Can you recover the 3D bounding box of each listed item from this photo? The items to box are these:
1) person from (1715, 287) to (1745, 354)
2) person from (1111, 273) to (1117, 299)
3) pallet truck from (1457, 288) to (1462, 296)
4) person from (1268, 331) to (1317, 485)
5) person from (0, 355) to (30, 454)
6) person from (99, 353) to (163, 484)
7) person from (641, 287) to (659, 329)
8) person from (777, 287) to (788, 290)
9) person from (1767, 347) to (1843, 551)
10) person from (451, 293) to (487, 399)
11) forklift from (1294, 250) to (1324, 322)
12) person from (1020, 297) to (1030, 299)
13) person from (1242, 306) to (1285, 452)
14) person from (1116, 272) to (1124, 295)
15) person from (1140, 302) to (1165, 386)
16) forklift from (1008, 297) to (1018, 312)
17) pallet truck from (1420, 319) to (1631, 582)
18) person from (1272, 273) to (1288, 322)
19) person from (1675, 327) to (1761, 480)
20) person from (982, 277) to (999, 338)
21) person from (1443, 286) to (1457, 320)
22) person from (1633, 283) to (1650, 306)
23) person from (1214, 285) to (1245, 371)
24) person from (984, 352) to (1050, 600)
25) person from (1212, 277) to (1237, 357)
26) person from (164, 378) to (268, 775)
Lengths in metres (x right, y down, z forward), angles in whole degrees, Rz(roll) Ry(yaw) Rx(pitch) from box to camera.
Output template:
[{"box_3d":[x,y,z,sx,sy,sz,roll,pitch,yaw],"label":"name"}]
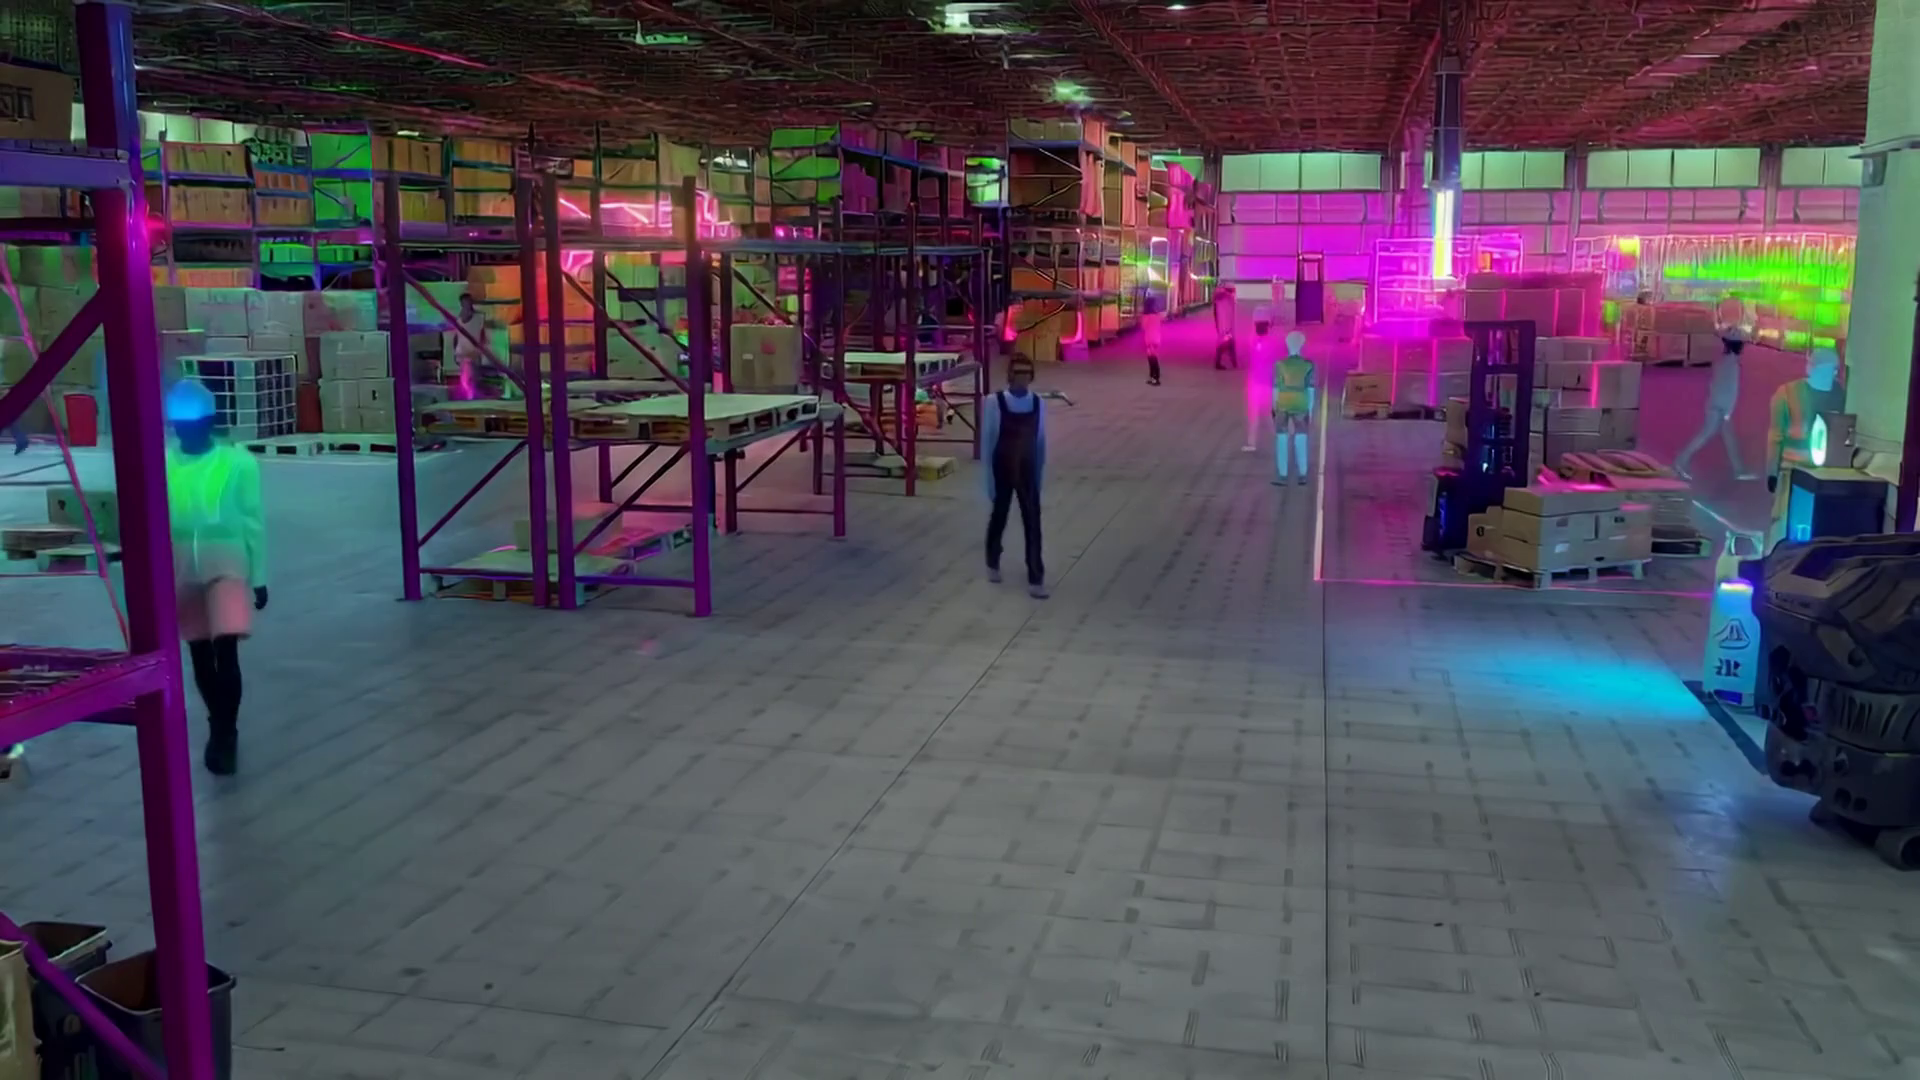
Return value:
[{"box_3d":[18.901,-5.310,40.883,0.619,1.779,0.941,2,10,11],"label":"person"},{"box_3d":[8.307,-13.465,89.084,0.628,1.822,0.666,1,10,3],"label":"person"},{"box_3d":[20.506,-9.785,68.819,0.653,1.274,1.630,2,10,12],"label":"pallet truck"},{"box_3d":[3.638,-1.440,18.235,0.538,1.696,0.317,-2,10,-10],"label":"person"},{"box_3d":[-12.214,-2.000,20.967,0.891,1.899,0.564,0,10,0],"label":"person"},{"box_3d":[-8.170,-1.235,16.484,1.011,1.890,0.641,8,13,40],"label":"person"},{"box_3d":[-6.157,-3.969,32.498,0.609,1.939,0.857,-9,13,-44],"label":"person"},{"box_3d":[-7.680,-10.558,71.599,0.548,1.916,0.796,0,10,1],"label":"person"},{"box_3d":[6.261,-0.494,12.225,0.624,1.838,0.430,1,10,8],"label":"person"},{"box_3d":[-8.037,-3.076,27.267,0.593,1.920,0.391,1,10,7],"label":"person"},{"box_3d":[13.778,-10.002,65.433,1.129,2.768,1.873,2,10,12],"label":"forklift"},{"box_3d":[2.170,-7.467,53.919,0.531,1.698,0.320,-5,11,-26],"label":"person"},{"box_3d":[3.976,-2.090,21.550,0.591,1.889,0.885,8,12,39],"label":"person"},{"box_3d":[8.174,-12.879,85.304,0.446,1.951,0.625,-6,11,-33],"label":"person"},{"box_3d":[3.784,-3.855,32.712,0.557,1.633,0.760,-9,13,-42],"label":"person"},{"box_3d":[2.224,-8.408,55.996,1.129,2.768,1.873,2,10,12],"label":"forklift"},{"box_3d":[4.543,-0.757,13.299,0.823,1.965,1.885,-4,10,-22],"label":"pallet truck"},{"box_3d":[12.619,-9.552,65.643,0.633,1.916,0.681,3,10,14],"label":"person"},{"box_3d":[8.520,-1.523,18.655,0.887,1.727,0.520,0,10,0],"label":"person"},{"box_3d":[0.961,-7.345,52.577,0.651,1.907,0.409,-5,11,-28],"label":"person"},{"box_3d":[11.365,-4.981,38.732,0.380,1.855,0.525,6,11,30],"label":"person"},{"box_3d":[23.534,-8.052,57.509,0.551,1.644,0.861,2,10,14],"label":"person"},{"box_3d":[6.028,-4.721,37.048,0.866,1.902,0.576,-5,11,-26],"label":"person"},{"box_3d":[0.401,-0.499,12.375,0.517,1.803,0.971,-2,10,-14],"label":"person"},{"box_3d":[6.700,-5.695,42.412,0.539,2.000,0.689,9,13,42],"label":"person"},{"box_3d":[-3.654,0.188,7.975,0.557,1.897,0.908,-2,10,-10],"label":"person"}]
